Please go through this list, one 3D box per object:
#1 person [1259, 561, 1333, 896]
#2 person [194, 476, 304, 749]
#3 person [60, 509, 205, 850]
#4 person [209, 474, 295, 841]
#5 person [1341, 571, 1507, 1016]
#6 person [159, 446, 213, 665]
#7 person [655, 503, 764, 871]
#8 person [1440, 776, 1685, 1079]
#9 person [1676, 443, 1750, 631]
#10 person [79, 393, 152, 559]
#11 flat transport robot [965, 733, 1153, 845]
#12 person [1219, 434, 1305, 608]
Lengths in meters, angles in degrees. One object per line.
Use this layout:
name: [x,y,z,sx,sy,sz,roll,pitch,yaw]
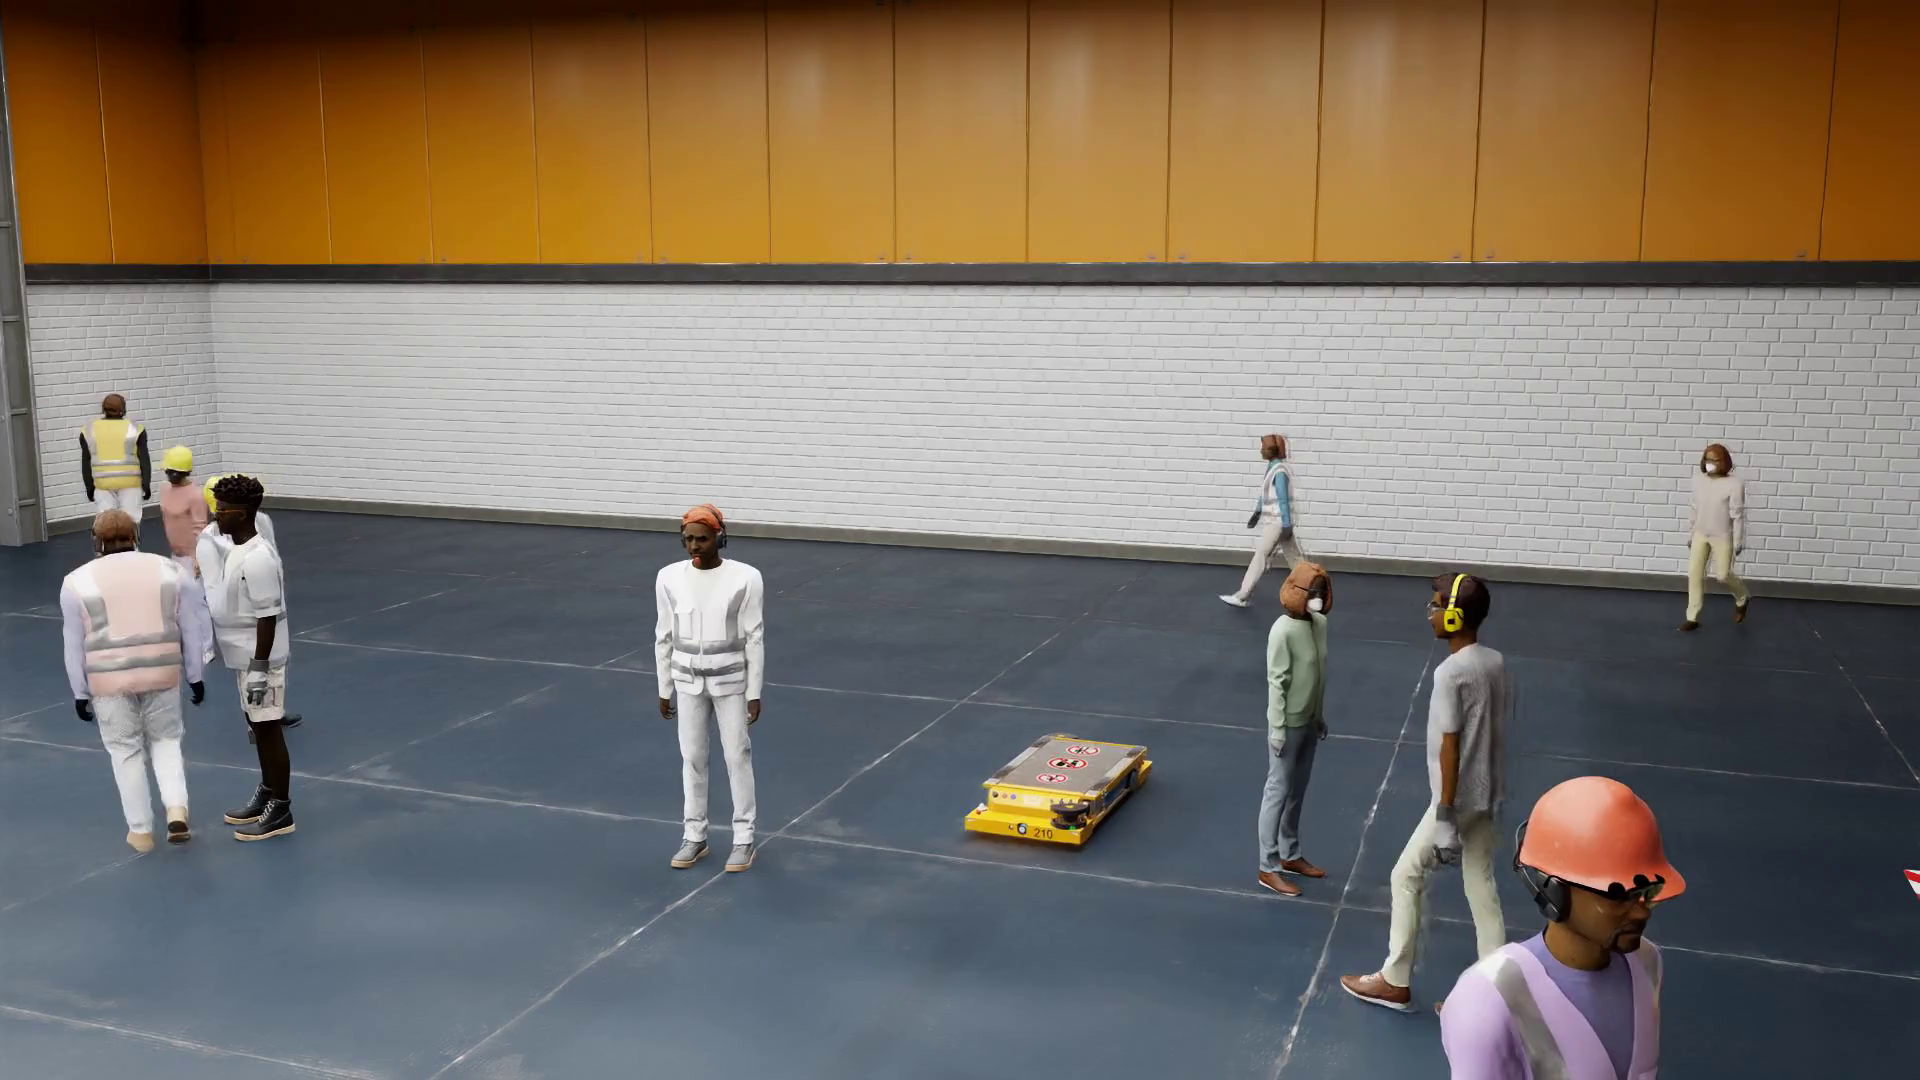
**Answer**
person: [1.668,0.909,8.192,0.284,1.631,0.502,7,12,38]
person: [-4.514,0.447,10.660,0.421,1.765,0.744,3,10,19]
person: [-4.298,0.741,8.672,0.649,1.814,0.450,-7,12,-37]
person: [-3.804,0.621,8.945,0.367,1.967,0.603,-5,11,-29]
person: [1.913,1.035,6.737,0.803,1.842,0.564,9,13,44]
person: [-5.987,0.115,12.838,0.671,1.721,0.437,6,11,34]
person: [-1.267,0.746,8.441,0.572,1.882,0.338,1,9,8]
person: [1.240,1.472,3.422,0.605,2.045,0.388,-6,11,-35]
person: [6.439,-0.028,14.104,0.708,1.606,0.501,-6,11,-32]
person: [-8.423,-0.547,16.626,0.627,1.833,0.529,-2,9,-12]
flat transport robot: [0.594,1.384,9.457,0.652,0.197,1.431,4,10,22]
person: [2.824,-0.159,14.959,0.891,1.585,0.511,1,9,7]
